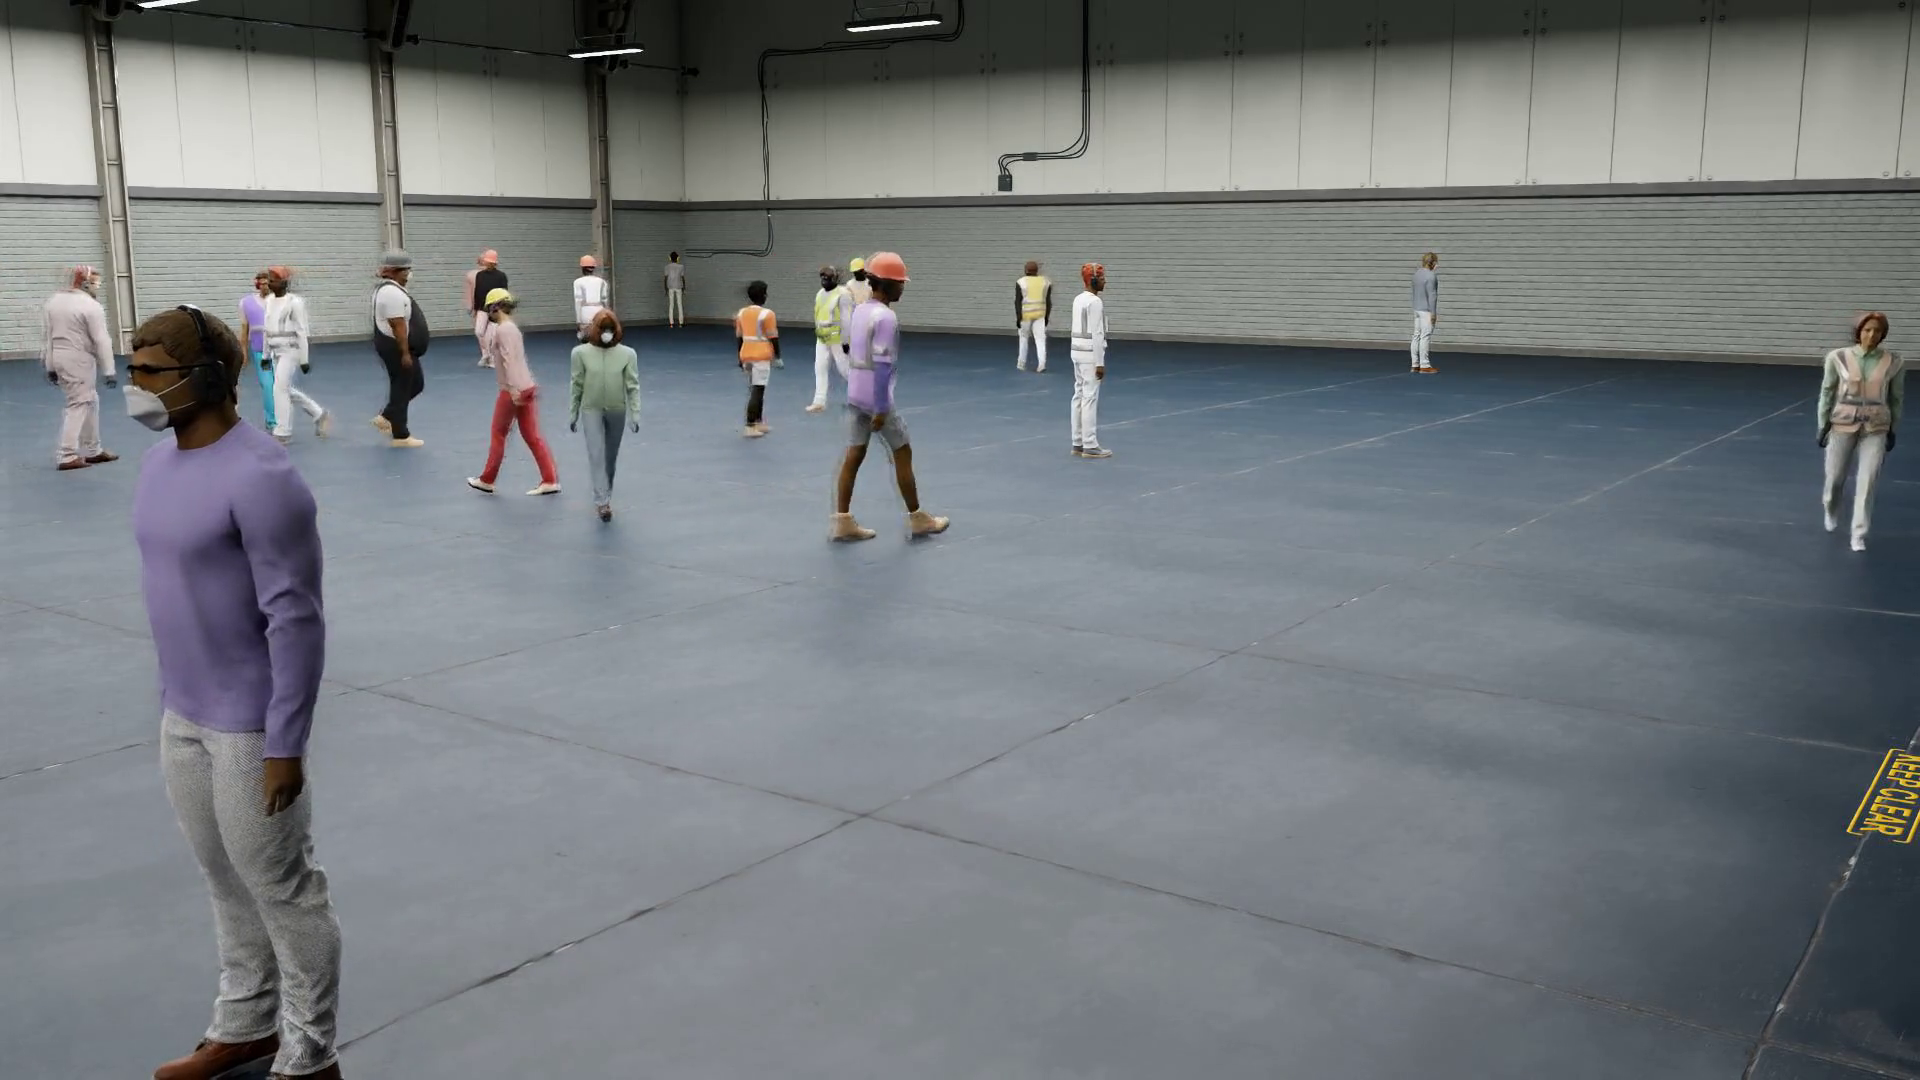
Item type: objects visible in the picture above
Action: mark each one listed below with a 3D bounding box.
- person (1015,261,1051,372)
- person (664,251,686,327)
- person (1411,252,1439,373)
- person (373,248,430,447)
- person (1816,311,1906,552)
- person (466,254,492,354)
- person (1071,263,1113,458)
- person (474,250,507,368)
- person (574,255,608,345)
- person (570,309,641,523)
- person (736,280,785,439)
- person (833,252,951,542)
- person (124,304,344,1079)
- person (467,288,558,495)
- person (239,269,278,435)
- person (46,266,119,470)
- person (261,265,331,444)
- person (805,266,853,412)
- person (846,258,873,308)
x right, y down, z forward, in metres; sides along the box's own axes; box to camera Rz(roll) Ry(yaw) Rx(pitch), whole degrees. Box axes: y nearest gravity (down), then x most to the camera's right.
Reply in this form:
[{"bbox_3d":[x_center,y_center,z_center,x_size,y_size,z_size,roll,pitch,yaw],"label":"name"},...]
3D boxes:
[{"bbox_3d":[1.187,-3.626,27.017,0.643,1.793,0.970,-3,11,-15],"label":"person"},{"bbox_3d":[-7.068,-6.208,41.244,0.535,1.869,0.312,-1,10,-4],"label":"person"},{"bbox_3d":[7.463,-3.641,26.667,0.371,1.941,0.627,-2,10,-12],"label":"person"},{"bbox_3d":[-5.686,-1.960,16.970,0.538,2.000,0.691,-3,11,-18],"label":"person"},{"bbox_3d":[6.163,-0.761,11.412,0.524,1.621,0.613,4,11,22],"label":"person"},{"bbox_3d":[-8.763,-4.322,30.663,0.651,1.883,0.814,0,10,1],"label":"person"},{"bbox_3d":[1.265,-1.745,16.210,0.362,1.883,0.575,-3,11,-16],"label":"person"},{"bbox_3d":[-7.832,-3.846,27.773,0.648,1.961,0.502,2,10,13],"label":"person"},{"bbox_3d":[-5.717,-3.453,25.770,0.562,1.886,1.021,-7,12,-33],"label":"person"},{"bbox_3d":[-2.651,-0.928,12.454,0.513,1.575,0.889,-4,11,-21],"label":"person"},{"bbox_3d":[-2.113,-1.938,17.836,0.534,1.673,0.686,8,13,39],"label":"person"},{"bbox_3d":[-0.496,-0.989,11.636,0.943,1.998,0.621,-6,12,-30],"label":"person"},{"bbox_3d":[-1.707,0.423,3.906,0.629,1.939,0.371,9,13,40],"label":"person"},{"bbox_3d":[-3.726,-1.216,13.740,0.775,1.701,0.567,1,10,5],"label":"person"},{"bbox_3d":[-7.608,-2.073,18.299,0.572,1.803,0.882,-7,12,-34],"label":"person"},{"bbox_3d":[-8.101,-1.595,15.437,0.671,1.861,0.767,6,12,31],"label":"person"},{"bbox_3d":[-6.967,-1.932,17.340,0.576,1.856,0.800,8,13,39],"label":"person"},{"bbox_3d":[-1.501,-2.499,20.664,0.870,1.815,0.637,-9,13,-41],"label":"person"},{"bbox_3d":[-1.509,-3.540,26.403,0.594,1.837,1.072,5,11,25],"label":"person"}]
